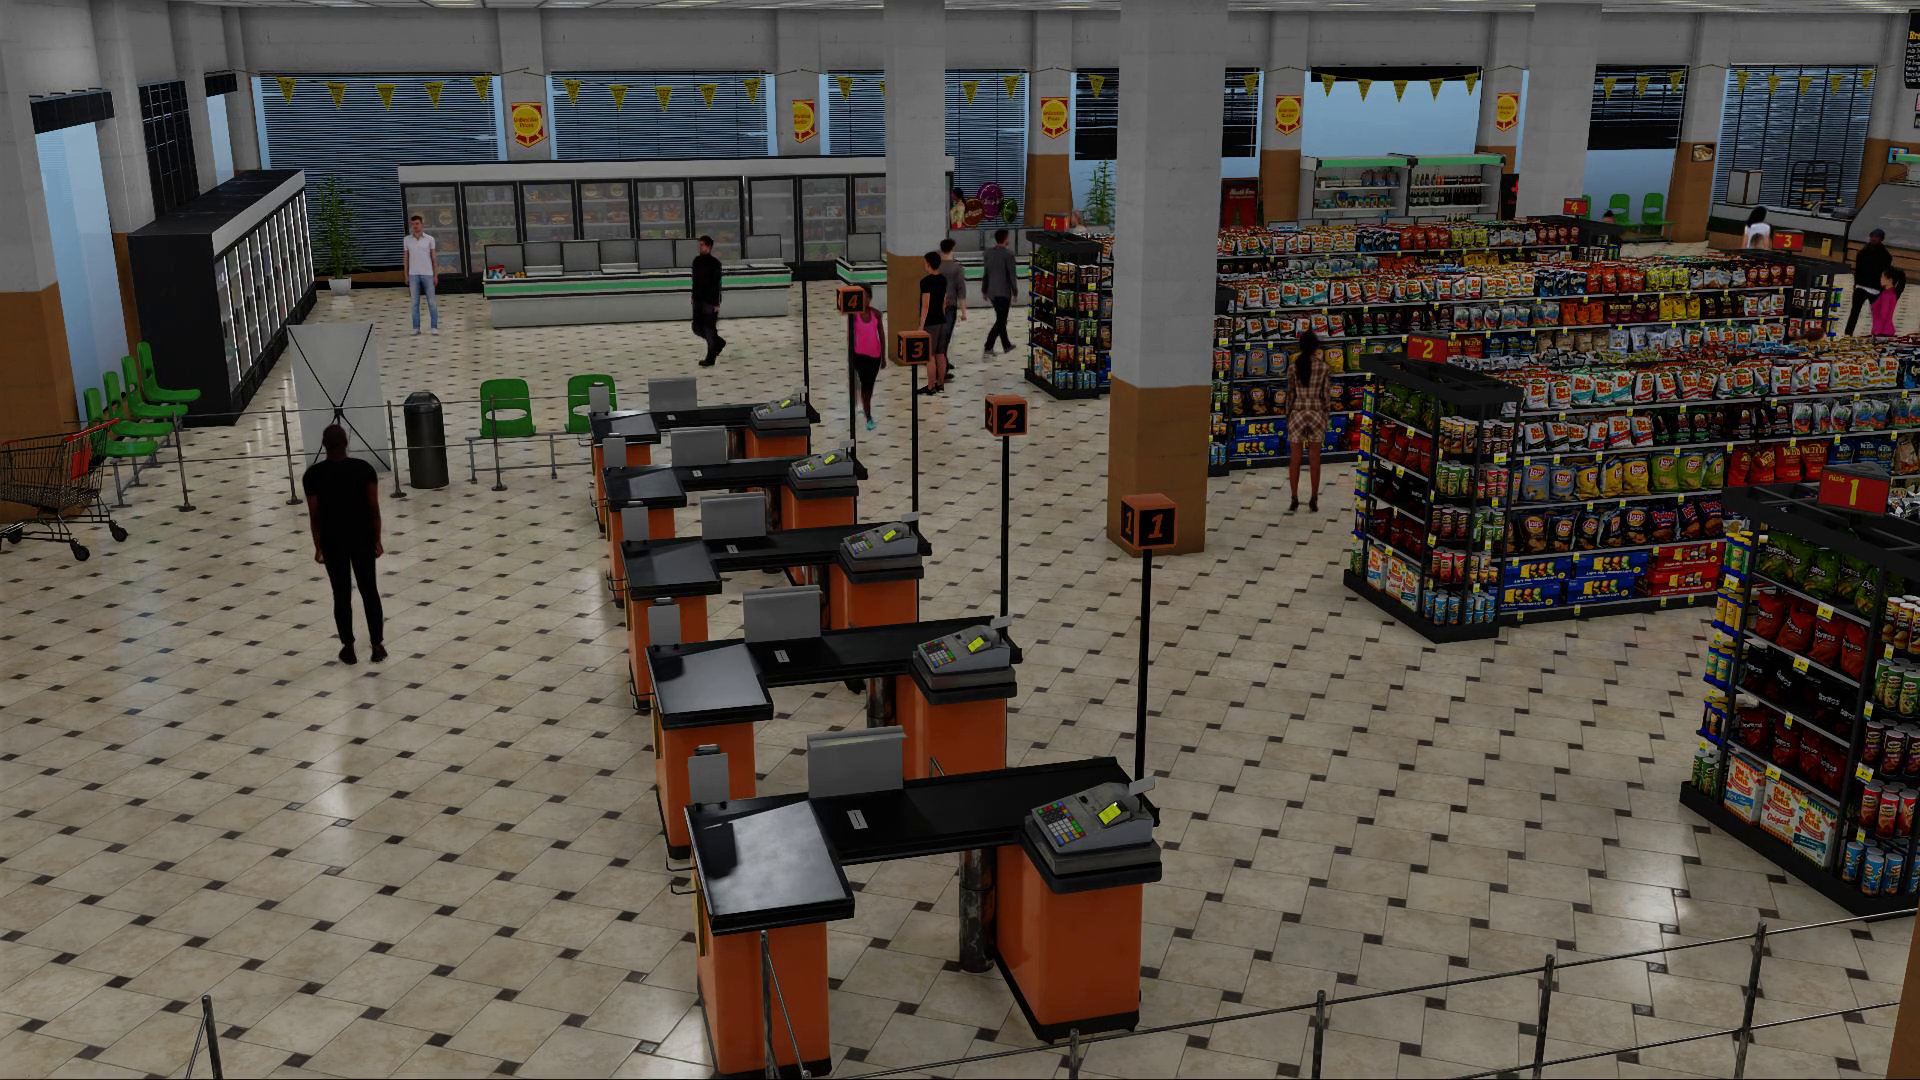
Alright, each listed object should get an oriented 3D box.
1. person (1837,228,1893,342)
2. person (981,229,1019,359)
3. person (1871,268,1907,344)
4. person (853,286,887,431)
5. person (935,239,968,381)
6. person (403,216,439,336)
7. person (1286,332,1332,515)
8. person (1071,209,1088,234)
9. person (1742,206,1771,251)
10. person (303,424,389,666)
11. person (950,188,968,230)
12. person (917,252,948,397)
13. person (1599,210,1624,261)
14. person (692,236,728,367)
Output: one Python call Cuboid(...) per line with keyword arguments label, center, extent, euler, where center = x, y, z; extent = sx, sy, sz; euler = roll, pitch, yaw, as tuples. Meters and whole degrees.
Cuboid(label="person", center=(13.564, -3.701, 24.712), extent=(1.337, 1.764, 1.047), euler=(-14, 22, -38))
Cuboid(label="person", center=(0.541, -3.526, 24.018), extent=(1.162, 1.832, 1.298), euler=(13, 21, 37))
Cuboid(label="person", center=(11.859, -2.642, 21.336), extent=(0.736, 1.699, 0.660), euler=(12, 21, 35))
Cuboid(label="person", center=(-1.102, -2.171, 19.841), extent=(1.091, 1.665, 0.597), euler=(-4, 17, -14))
Cuboid(label="person", center=(-0.247, -3.098, 22.578), extent=(1.132, 1.851, 1.171), euler=(9, 19, 26))
Cuboid(label="person", center=(-8.421, -4.137, 25.999), extent=(0.520, 1.851, 0.736), euler=(-2, 17, -7))
Cuboid(label="person", center=(3.388, -1.143, 16.238), extent=(0.630, 1.792, 0.729), euler=(4, 17, 13))
Cuboid(label="person", center=(2.085, -4.721, 28.139), extent=(0.695, 1.724, 0.671), euler=(-1, 17, -2))
Cuboid(label="person", center=(13.217, -4.628, 27.704), extent=(1.044, 1.798, 1.098), euler=(9, 19, 27))
Cuboid(label="person", center=(-4.530, 0.033, 12.314), extent=(0.568, 1.822, 0.762), euler=(-7, 18, -23))
Cuboid(label="person", center=(-0.013, -5.747, 31.399), extent=(0.575, 1.793, 0.616), euler=(-1, 17, -5))
Cuboid(label="person", center=(-0.354, -2.824, 21.656), extent=(0.827, 1.862, 0.746), euler=(11, 20, 33))
Cuboid(label="person", center=(10.118, -4.105, 25.813), extent=(1.336, 1.896, 0.889), euler=(-8, 19, -25))
Cuboid(label="person", center=(-3.523, -3.392, 23.584), extent=(0.950, 1.827, 1.020), euler=(15, 22, 40))
